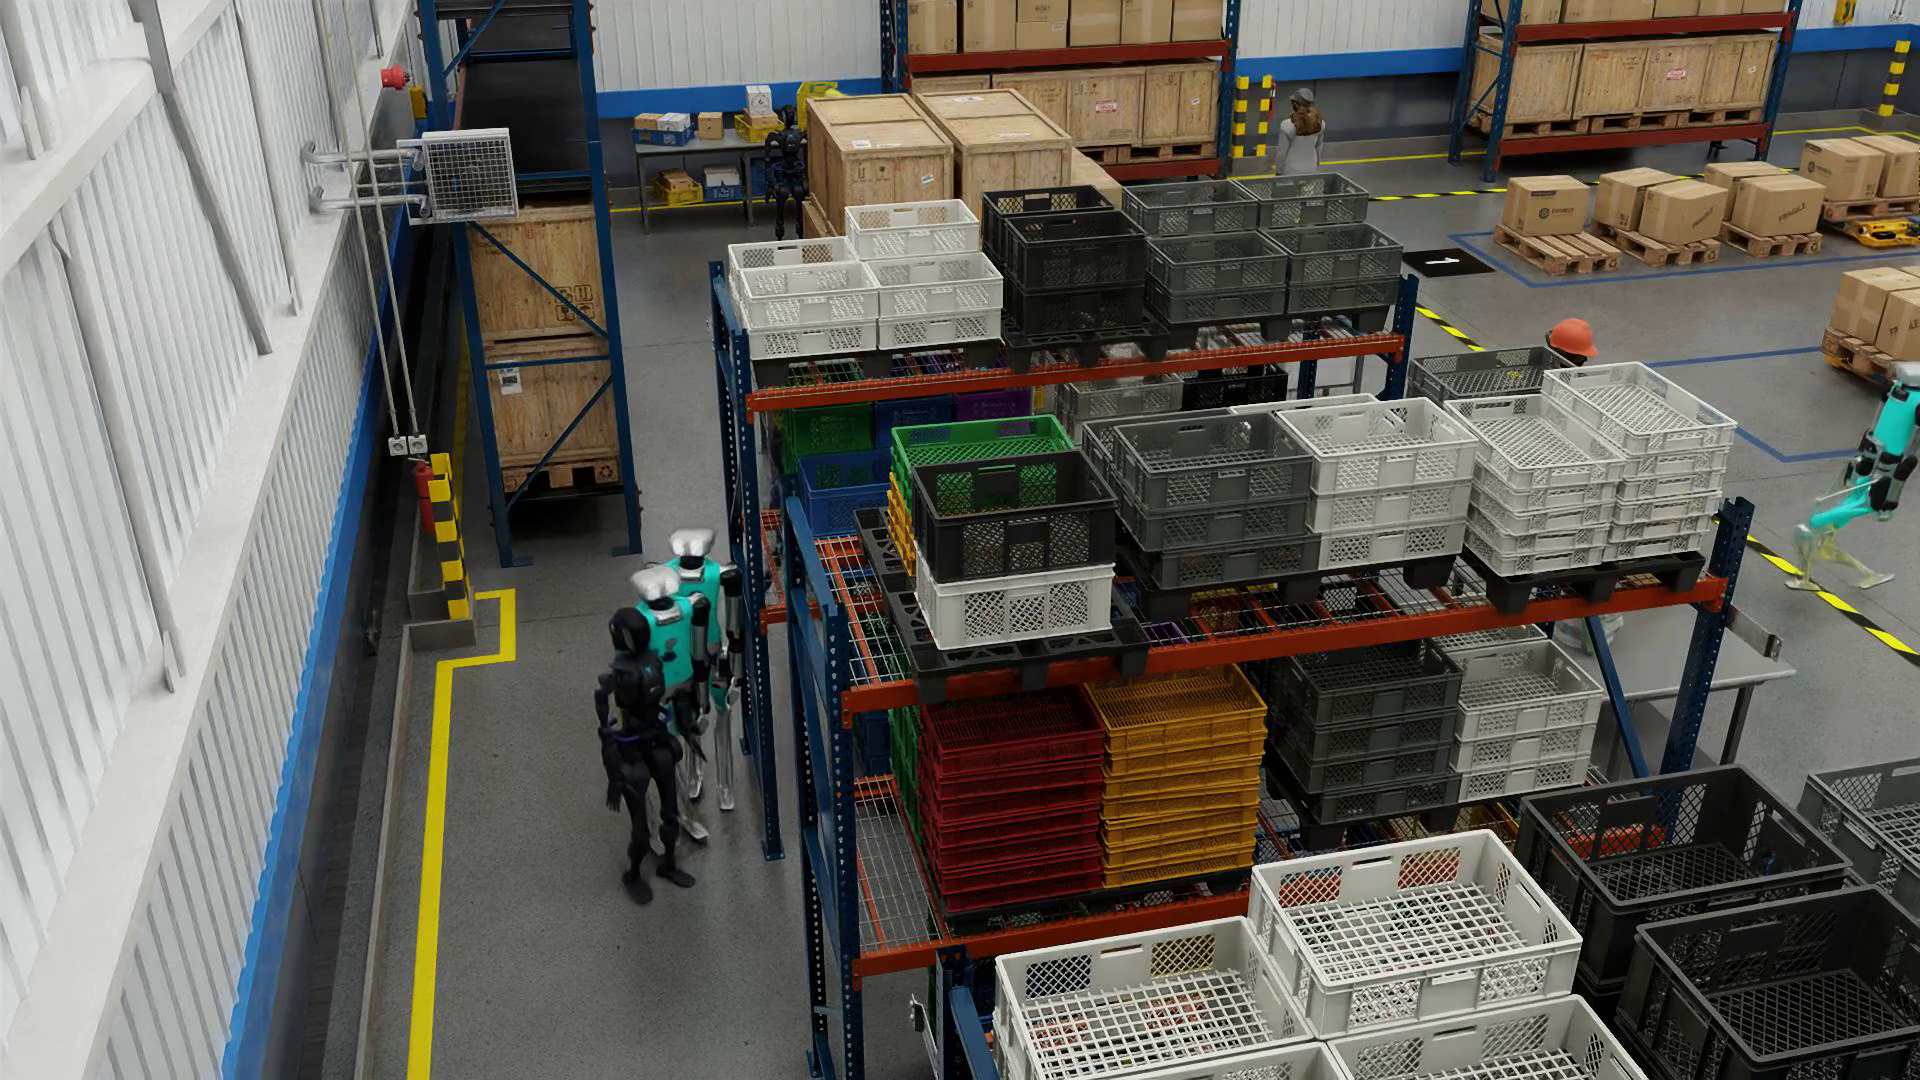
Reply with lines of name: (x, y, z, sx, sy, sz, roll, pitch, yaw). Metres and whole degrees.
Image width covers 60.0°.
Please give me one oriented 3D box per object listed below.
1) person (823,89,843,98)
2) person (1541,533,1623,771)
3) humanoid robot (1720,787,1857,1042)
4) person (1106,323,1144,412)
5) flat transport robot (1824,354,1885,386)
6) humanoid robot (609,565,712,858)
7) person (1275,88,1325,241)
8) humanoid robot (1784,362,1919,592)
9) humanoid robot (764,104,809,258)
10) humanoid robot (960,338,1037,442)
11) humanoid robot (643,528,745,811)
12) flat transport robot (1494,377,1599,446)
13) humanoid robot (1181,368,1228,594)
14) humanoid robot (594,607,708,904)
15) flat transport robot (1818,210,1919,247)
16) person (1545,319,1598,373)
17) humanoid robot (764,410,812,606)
person: (-1.195, -4.012, 18.026, 0.744, 1.796, 0.608, -15, 31, -26)
person: (3.455, 0.533, 9.232, 0.381, 1.951, 0.603, 5, 28, 8)
humanoid robot: (3.538, 1.748, 7.205, 0.307, 1.655, 0.613, -1, 28, -2)
person: (1.277, -1.123, 12.474, 0.619, 1.867, 0.574, 13, 30, 23)
flat transport robot: (8.473, -1.467, 14.800, 0.652, 0.197, 1.431, -6, 28, -12)
humanoid robot: (-1.635, 0.848, 8.798, 0.532, 1.744, 0.688, -18, 33, -30)
person: (3.666, -4.007, 18.037, 0.572, 1.769, 0.398, -12, 30, -21)
humanoid robot: (5.969, -0.352, 11.163, 1.022, 1.740, 0.539, -1, 28, -2)
humanoid robot: (-1.804, -3.827, 17.778, 0.599, 1.659, 0.315, -9, 29, -16)
humanoid robot: (0.300, -0.503, 11.319, 0.532, 1.694, 0.728, -4, 28, -8)
humanoid robot: (-1.424, 0.640, 9.192, 0.550, 1.751, 0.677, -1, 28, -3)
flat transport robot: (4.780, -1.036, 14.013, 0.659, 0.231, 1.431, -6, 28, -12)
humanoid robot: (1.410, -0.338, 11.037, 0.727, 1.726, 0.540, -15, 31, -27)
humanoid robot: (-1.586, 1.076, 8.482, 0.338, 1.658, 0.593, 21, 34, 34)
flat transport robot: (10.218, -3.673, 18.985, 0.652, 0.197, 1.431, -6, 28, -12)
person: (3.924, -0.516, 11.138, 0.399, 2.034, 0.607, 17, 32, 30)
humanoid robot: (-1.080, -0.215, 10.993, 0.773, 1.627, 0.589, -2, 28, -3)
